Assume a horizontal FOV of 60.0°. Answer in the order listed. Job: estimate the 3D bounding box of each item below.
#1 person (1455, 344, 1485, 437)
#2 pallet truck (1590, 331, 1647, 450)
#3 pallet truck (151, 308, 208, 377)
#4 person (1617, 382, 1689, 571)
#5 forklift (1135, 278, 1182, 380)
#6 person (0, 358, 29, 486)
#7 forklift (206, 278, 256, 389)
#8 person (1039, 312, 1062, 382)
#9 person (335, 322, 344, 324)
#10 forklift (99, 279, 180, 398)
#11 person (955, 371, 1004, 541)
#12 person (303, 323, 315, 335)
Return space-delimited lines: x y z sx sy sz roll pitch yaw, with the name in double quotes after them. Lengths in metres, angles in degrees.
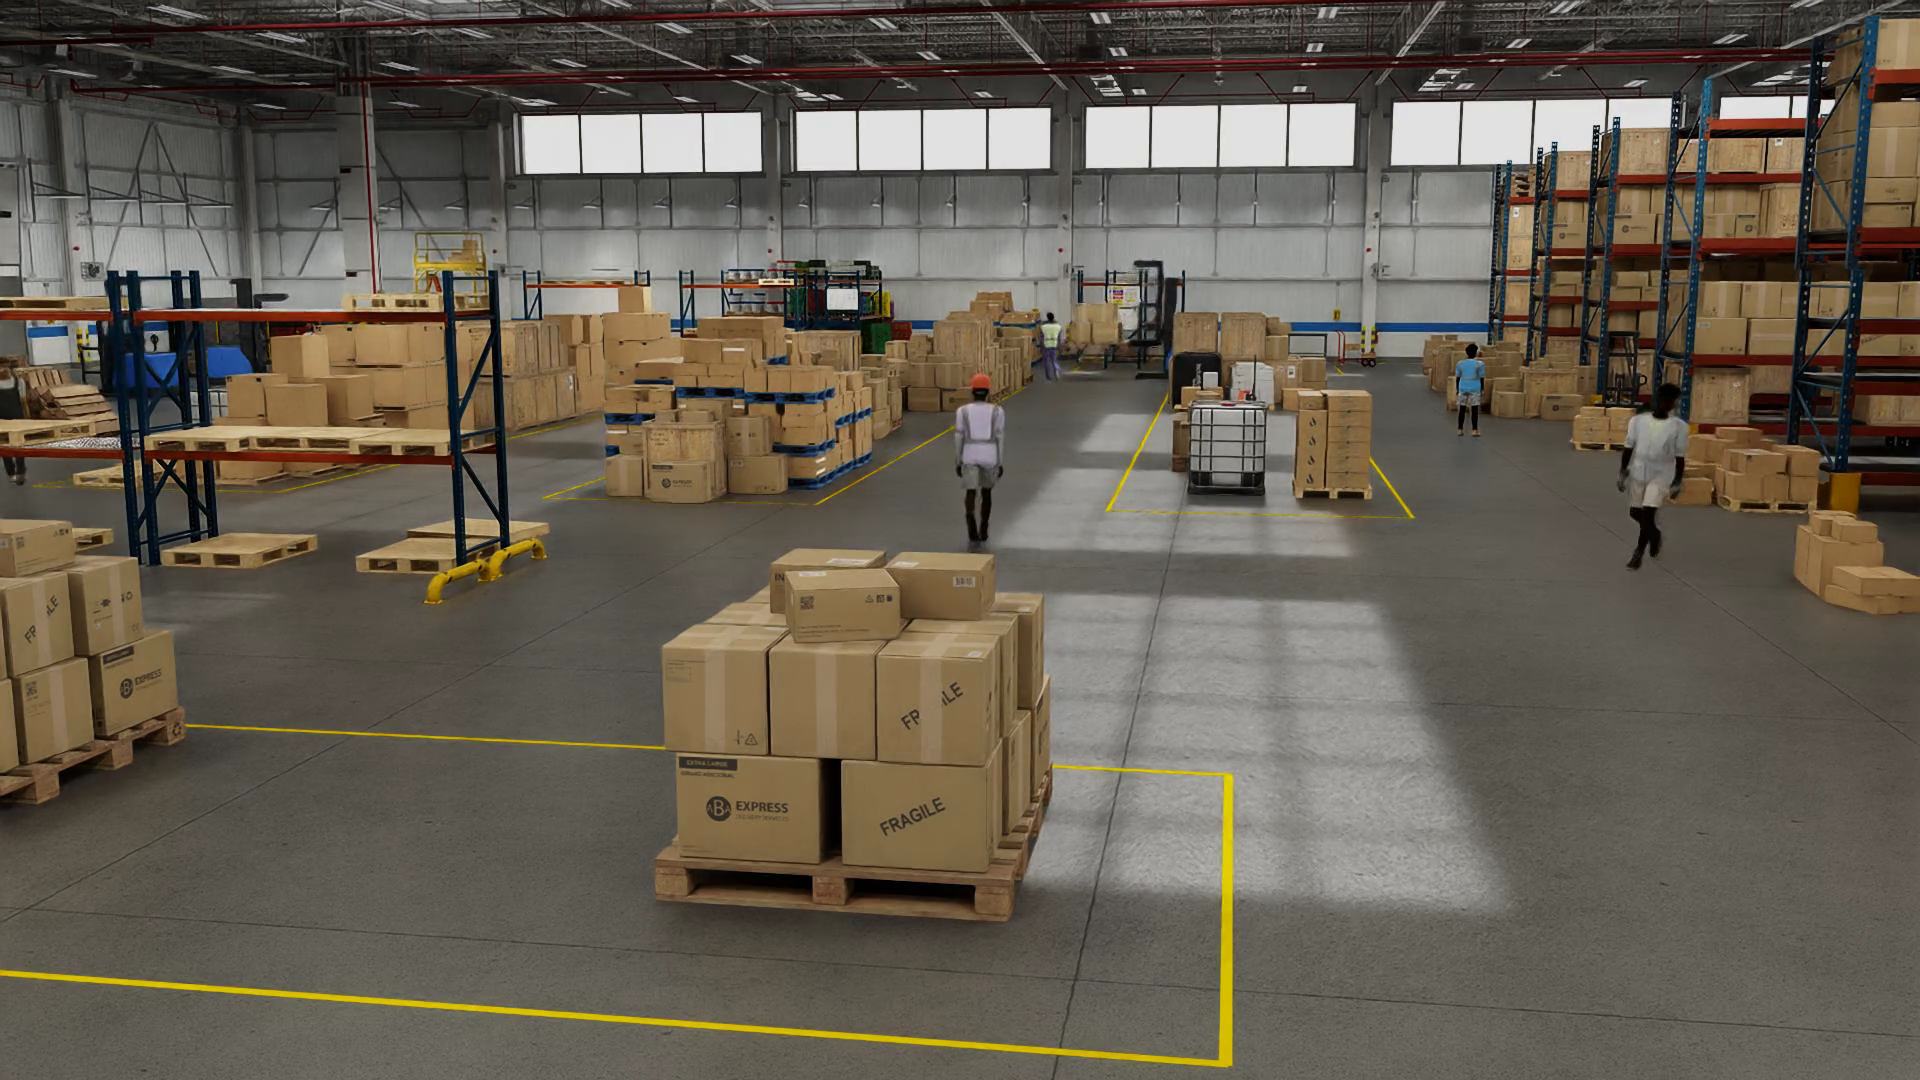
9.326 -2.737 30.421 0.540 1.698 0.317 5 11 30 "person"
11.253 -2.573 28.499 0.823 1.965 1.885 5 10 27 "pallet truck"
-21.869 -5.598 47.154 0.823 1.965 1.885 4 10 26 "pallet truck"
7.090 -0.667 16.961 0.792 1.927 0.638 -9 13 -44 "person"
5.815 -5.816 45.787 1.873 2.768 1.129 1 9 9 "forklift"
-13.446 -1.665 23.509 0.535 1.791 0.983 -6 11 -31 "person"
-18.372 -5.330 42.786 1.873 2.768 1.129 -3 10 -18 "forklift"
2.450 -5.233 45.200 0.600 1.901 0.485 -2 9 -12 "person"
-15.346 -4.603 41.216 0.627 1.935 0.373 2 9 11 "person"
-19.539 -4.719 39.020 1.873 2.768 1.129 1 9 9 "forklift"
0.219 -0.903 18.447 0.550 1.920 0.671 0 9 2 "person"
-17.325 -4.976 44.419 0.513 1.641 0.309 5 10 26 "person"
